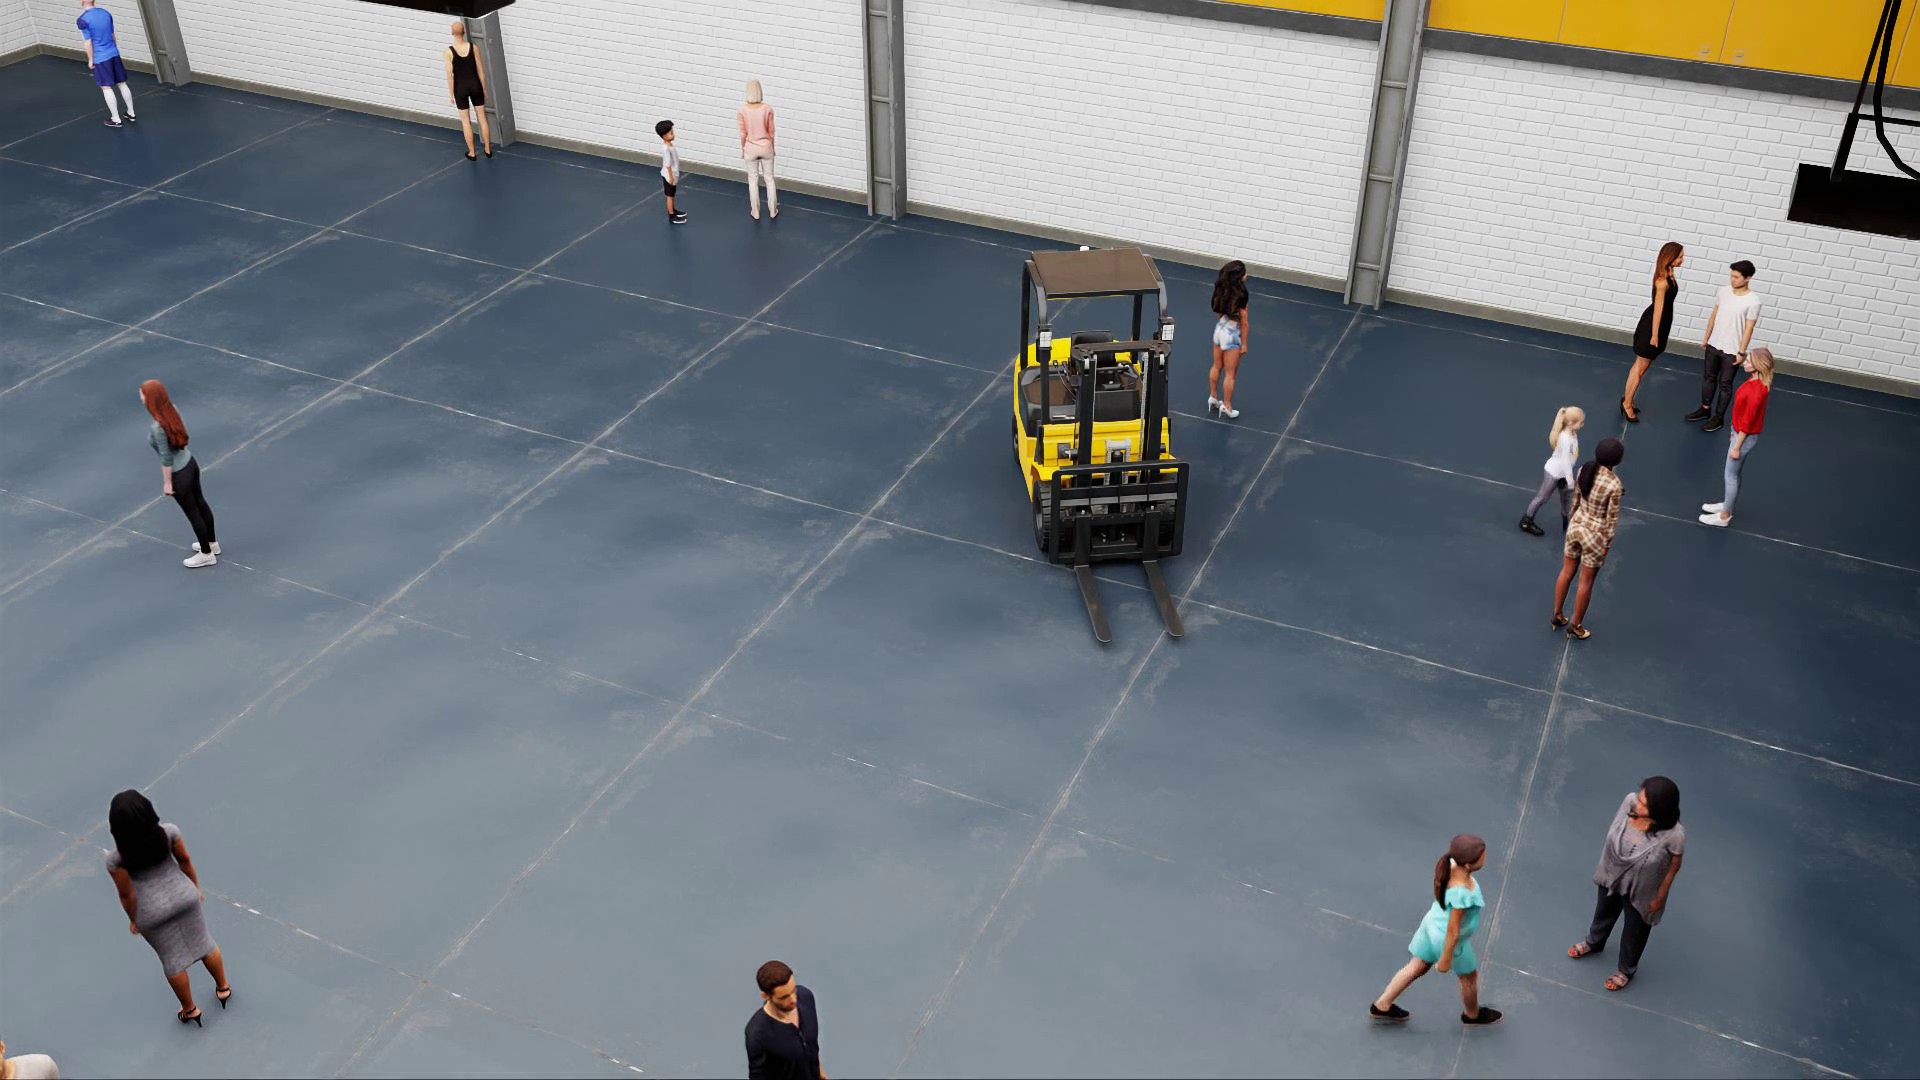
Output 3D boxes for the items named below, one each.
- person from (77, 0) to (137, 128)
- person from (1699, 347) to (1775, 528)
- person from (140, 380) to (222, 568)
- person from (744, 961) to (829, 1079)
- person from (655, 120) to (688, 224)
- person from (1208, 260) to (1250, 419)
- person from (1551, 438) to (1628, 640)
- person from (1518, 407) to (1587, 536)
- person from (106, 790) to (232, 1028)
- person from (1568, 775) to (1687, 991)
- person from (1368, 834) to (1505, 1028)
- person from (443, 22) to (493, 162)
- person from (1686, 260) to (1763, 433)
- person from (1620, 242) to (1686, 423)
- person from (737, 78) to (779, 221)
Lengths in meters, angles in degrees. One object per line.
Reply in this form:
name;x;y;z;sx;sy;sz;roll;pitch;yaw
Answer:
person;-11.822;-6.670;22.990;0.550;1.842;0.657;15;36;21
person;6.794;-0.896;14.426;0.510;1.705;0.608;13;36;19
person;-6.509;-0.561;13.889;0.667;1.742;0.659;0;34;1
person;-0.900;2.855;8.643;0.574;1.859;0.664;21;39;28
person;-3.532;-4.495;20.243;0.609;1.260;0.573;-3;34;-5
person;2.596;-1.943;16.073;0.728;1.626;0.650;-17;37;-24
person;4.911;-0.011;13.014;0.730;1.794;0.652;-16;37;-22
person;5.093;-0.597;14.380;0.799;1.259;0.510;17;37;24
person;-4.649;2.160;9.760;0.651;1.781;0.632;-28;43;-35
person;4.105;2.030;10.107;0.833;1.613;0.762;-18;37;-24
person;2.781;2.320;9.758;1.118;1.517;0.870;-1;34;-1
person;-6.461;-5.901;21.857;0.708;1.816;0.714;-18;38;-25
person;7.348;-1.879;15.897;0.777;1.715;0.692;-16;37;-22
person;6.649;-1.999;15.970;0.510;1.834;0.572;14;36;20
person;-2.453;-4.751;20.209;0.642;1.724;0.737;-6;34;-9
